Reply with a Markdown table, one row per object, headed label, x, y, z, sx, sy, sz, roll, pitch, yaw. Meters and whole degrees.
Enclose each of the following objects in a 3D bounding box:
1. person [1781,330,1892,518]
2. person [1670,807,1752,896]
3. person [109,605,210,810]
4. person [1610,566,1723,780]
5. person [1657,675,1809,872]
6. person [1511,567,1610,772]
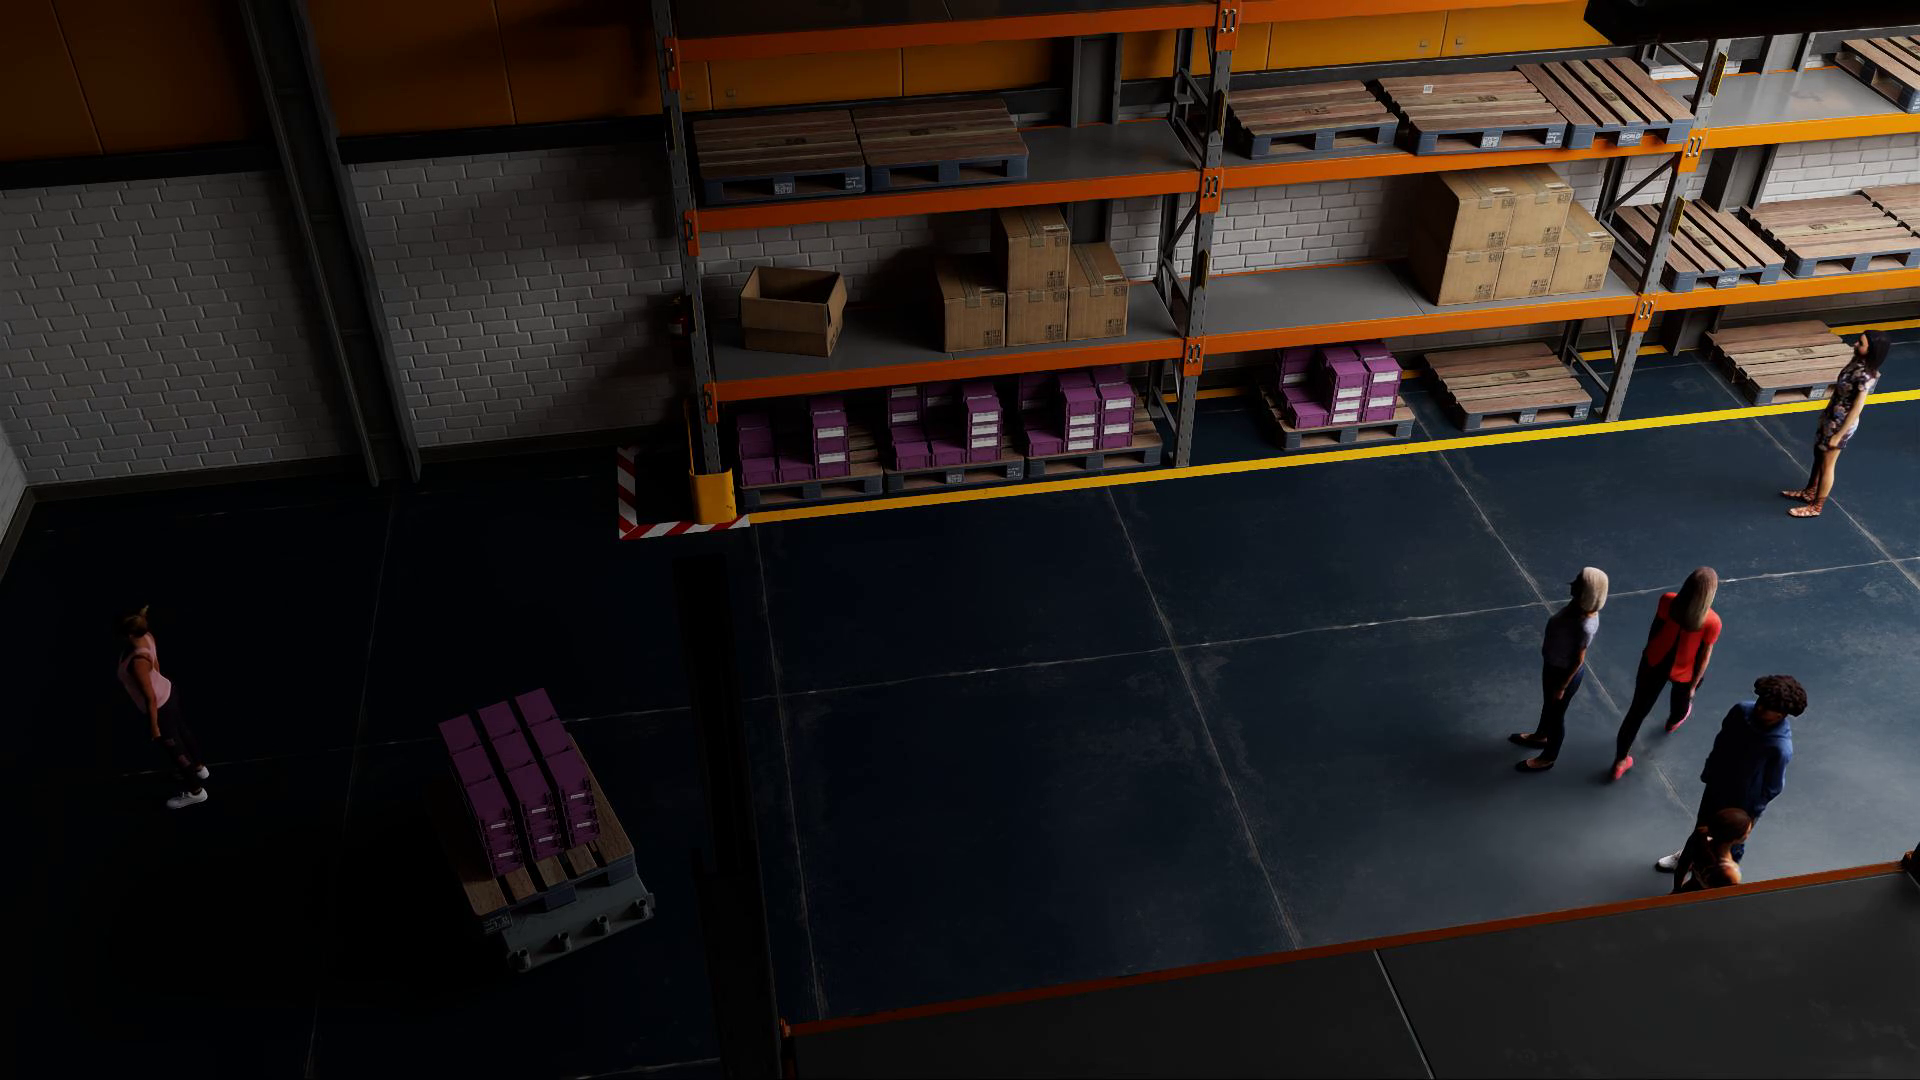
| label | x | y | z | sx | sy | sz | roll | pitch | yaw |
| --- | --- | --- | --- | --- | --- | --- | --- | --- | --- |
| person | 7.096 | -0.946 | 13.426 | 0.647 | 1.733 | 0.661 | 7 | 39 | 9 |
| person | 4.162 | 2.169 | 9.479 | 0.583 | 1.791 | 0.582 | -10 | 40 | -12 |
| person | -5.273 | 1.078 | 10.972 | 0.573 | 1.634 | 0.577 | -10 | 40 | -12 |
| person | 4.717 | 0.928 | 11.156 | 1.058 | 1.638 | 1.232 | 31 | 48 | 33 |
| person | 4.809 | 1.520 | 10.277 | 0.617 | 1.811 | 0.700 | -11 | 40 | -14 |
| person | 4.061 | 0.856 | 11.180 | 0.618 | 1.722 | 0.646 | 6 | 39 | 7 |
